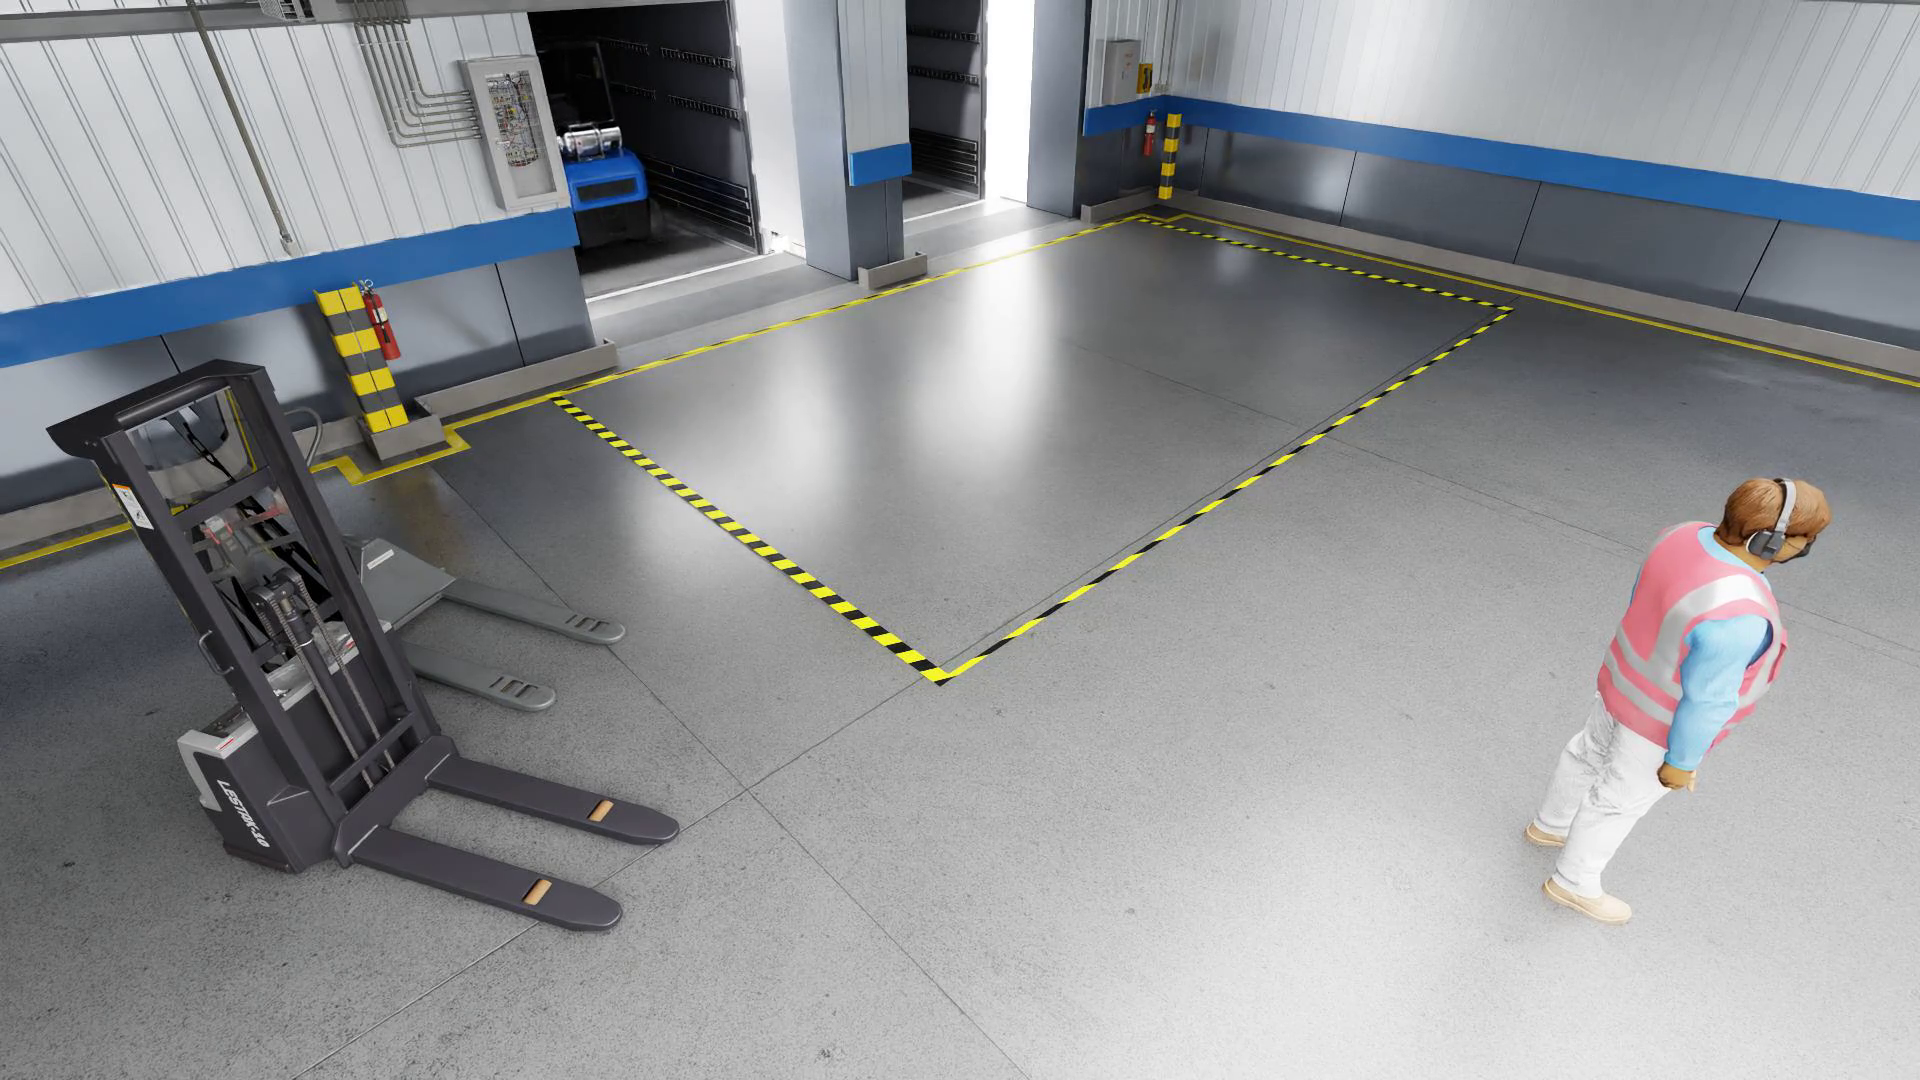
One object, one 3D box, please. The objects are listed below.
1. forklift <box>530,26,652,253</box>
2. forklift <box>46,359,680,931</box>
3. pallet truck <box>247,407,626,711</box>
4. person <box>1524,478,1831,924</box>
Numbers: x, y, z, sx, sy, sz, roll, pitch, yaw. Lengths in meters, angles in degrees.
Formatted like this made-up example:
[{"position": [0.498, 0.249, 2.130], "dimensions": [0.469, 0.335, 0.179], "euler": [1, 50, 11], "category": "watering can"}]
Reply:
[{"position": [-4.664, -4.650, 10.487], "dimensions": [1.157, 2.036, 2.680], "euler": [-26, 42, -33], "category": "forklift"}, {"position": [-2.135, 0.422, 3.354], "dimensions": [1.885, 1.965, 0.823], "euler": [10, 35, 14], "category": "forklift"}, {"position": [-2.628, 0.038, 4.590], "dimensions": [1.601, 1.201, 0.680], "euler": [12, 36, 18], "category": "pallet truck"}, {"position": [2.484, 0.591, 3.243], "dimensions": [0.429, 1.842, 0.622], "euler": [9, 35, 14], "category": "person"}]
